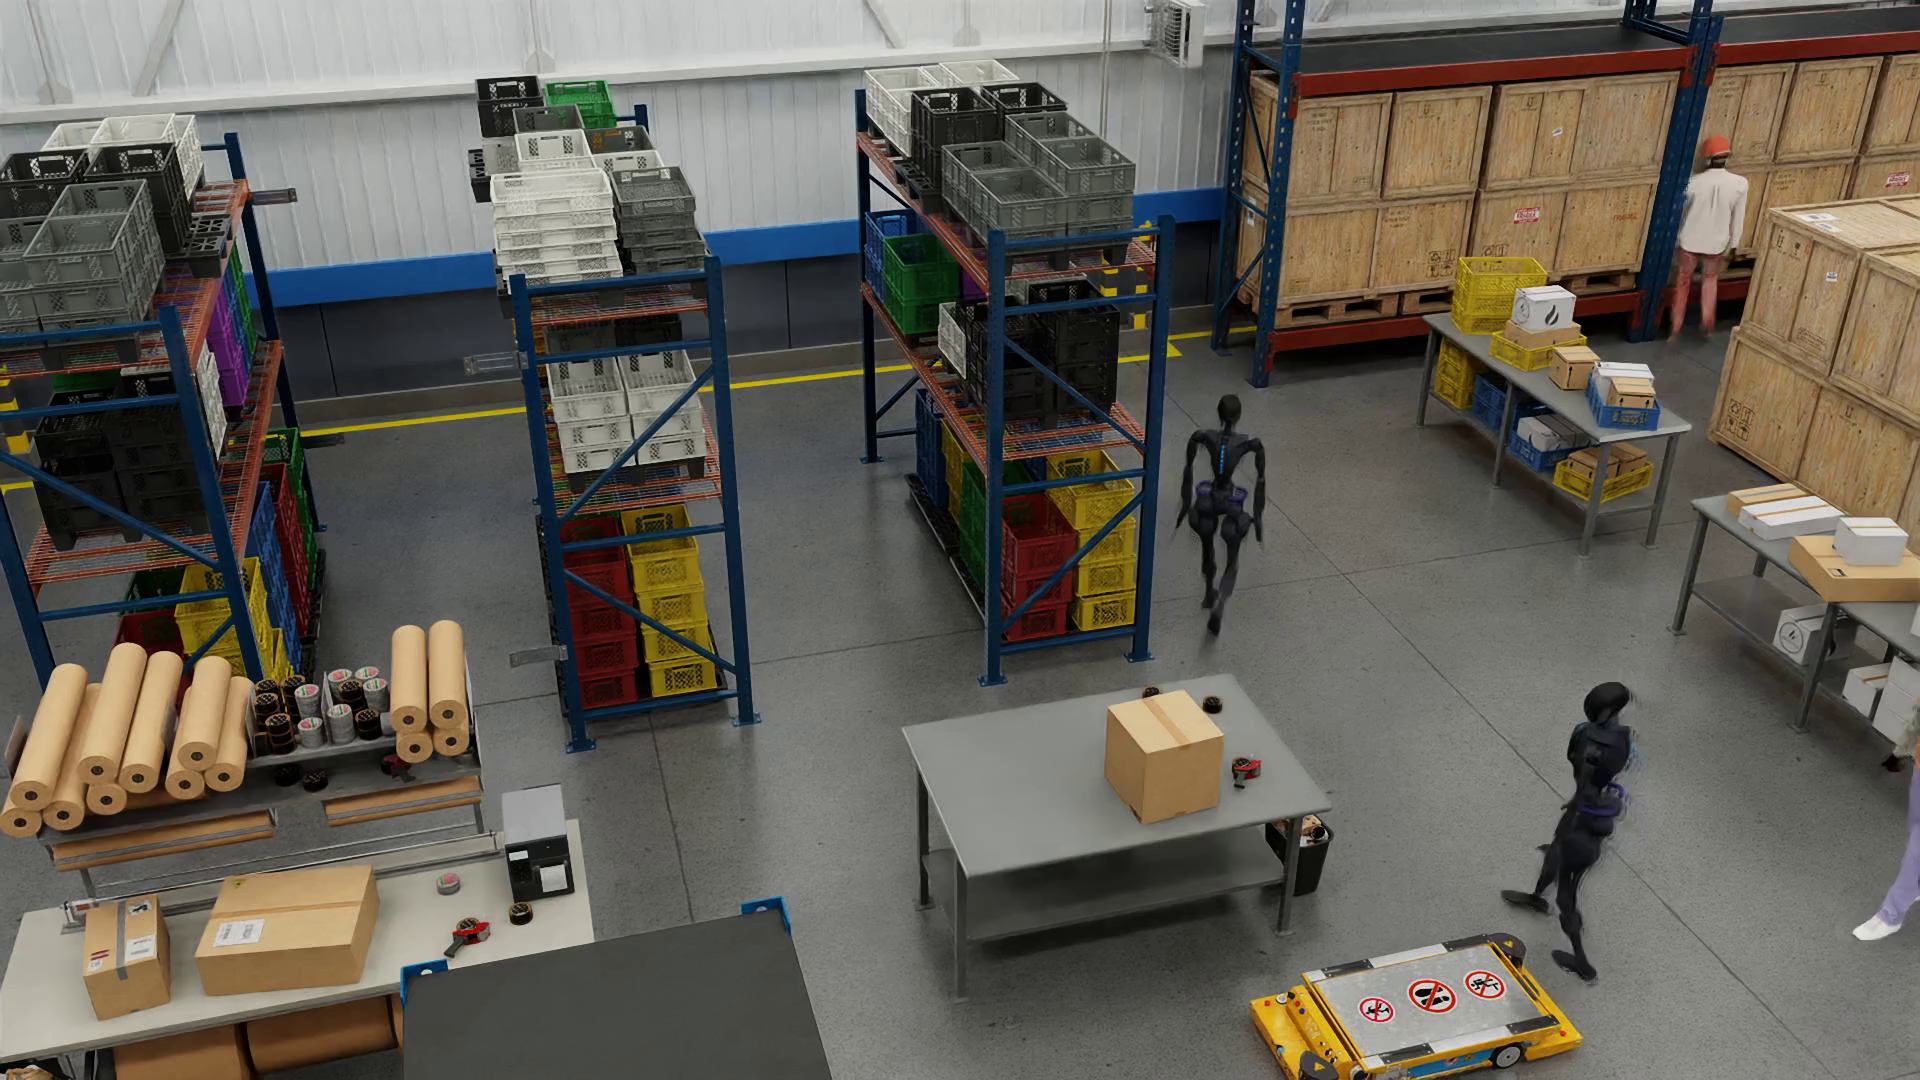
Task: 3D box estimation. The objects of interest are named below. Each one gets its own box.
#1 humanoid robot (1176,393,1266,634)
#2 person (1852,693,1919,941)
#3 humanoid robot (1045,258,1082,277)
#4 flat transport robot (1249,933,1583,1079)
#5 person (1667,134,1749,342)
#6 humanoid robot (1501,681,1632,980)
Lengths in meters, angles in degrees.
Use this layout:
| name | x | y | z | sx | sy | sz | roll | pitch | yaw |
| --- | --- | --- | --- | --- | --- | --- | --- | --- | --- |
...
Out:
| name | x | y | z | sx | sy | sz | roll | pitch | yaw |
| --- | --- | --- | --- | --- | --- | --- | --- | --- | --- |
| humanoid robot | 1.726 | -0.192 | 11.069 | 0.578 | 1.643 | 0.605 | 10 | 30 | 18 |
| person | 4.978 | 1.159 | 8.368 | 0.607 | 1.926 | 0.592 | -5 | 29 | -8 |
| humanoid robot | 0.776 | -1.914 | 14.183 | 0.565 | 1.653 | 0.344 | 3 | 29 | 5 |
| flat transport robot | 2.184 | 2.282 | 7.980 | 1.431 | 0.197 | 0.652 | -8 | 30 | -14 |
| person | 6.899 | -2.785 | 15.458 | 0.650 | 1.970 | 0.470 | 5 | 29 | 10 |
| humanoid robot | 3.065 | 1.368 | 8.259 | 0.568 | 1.624 | 0.665 | 16 | 33 | 27 |
